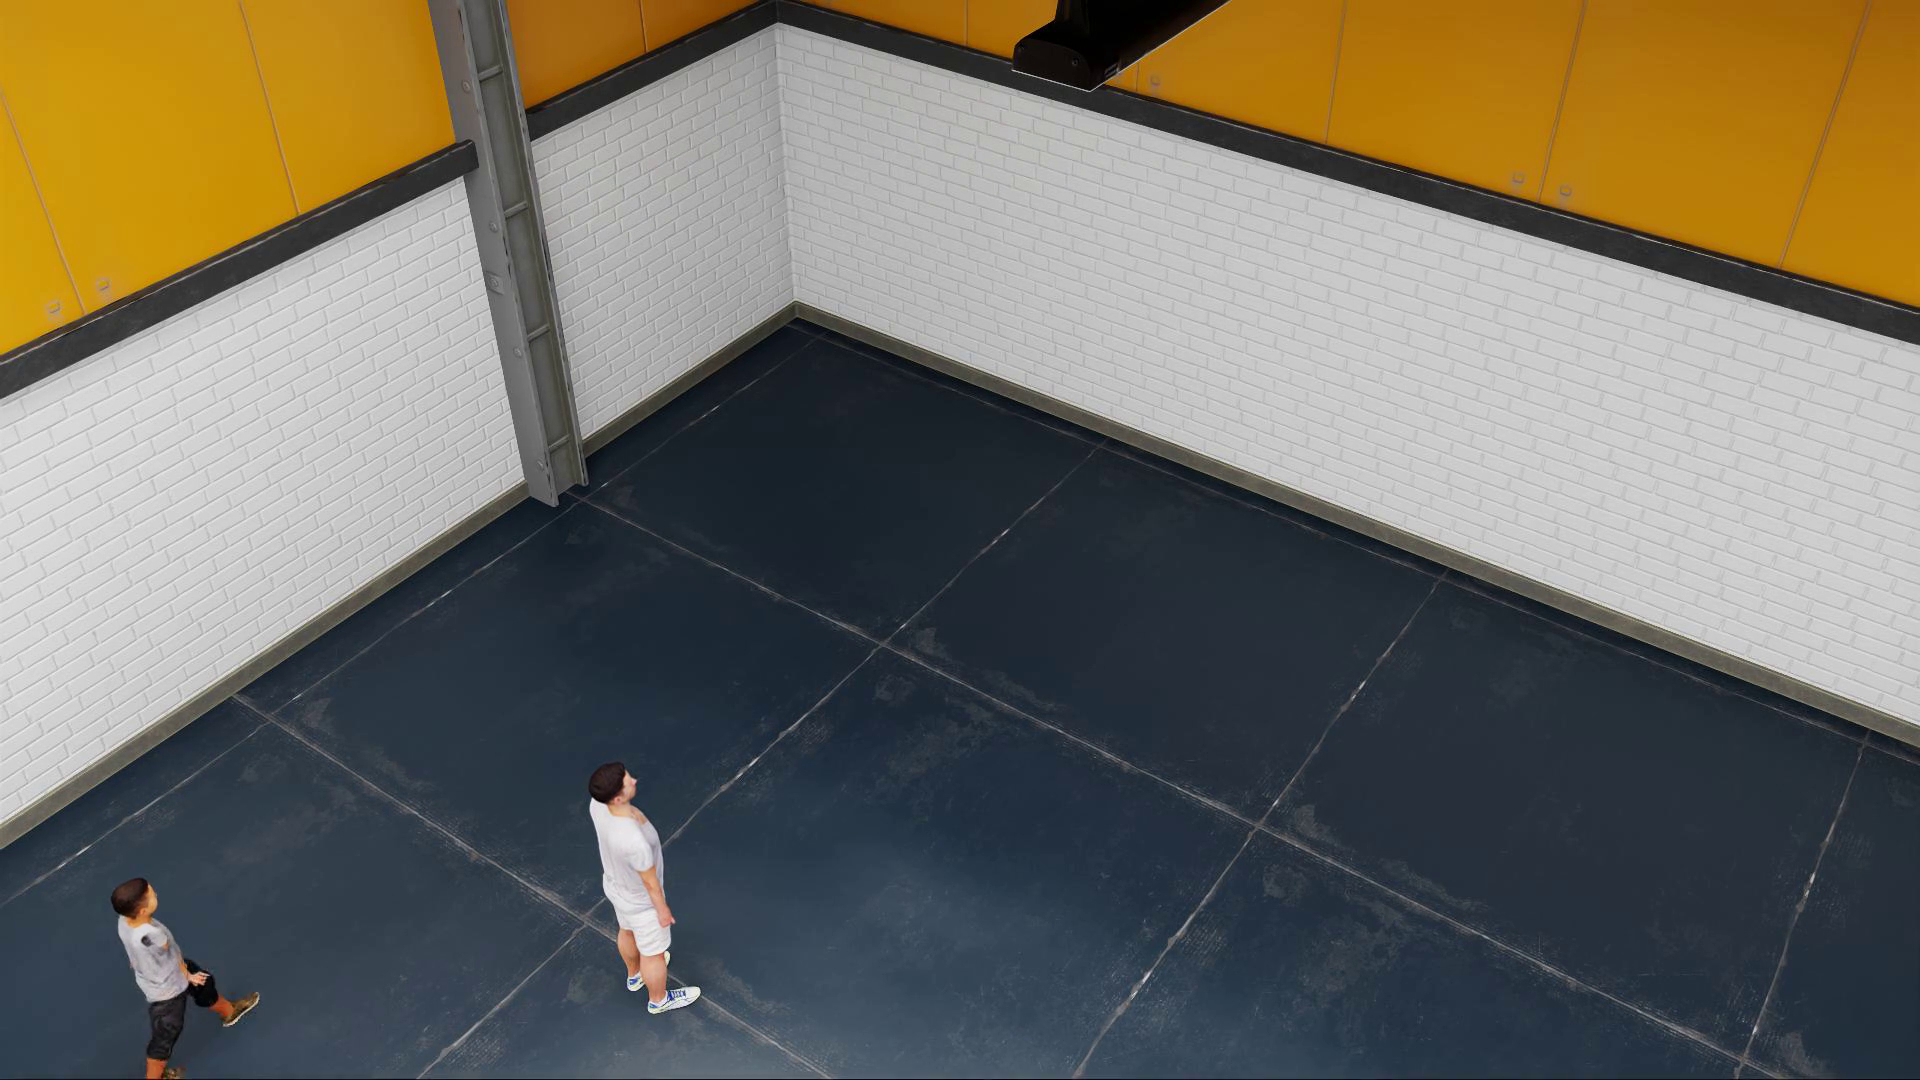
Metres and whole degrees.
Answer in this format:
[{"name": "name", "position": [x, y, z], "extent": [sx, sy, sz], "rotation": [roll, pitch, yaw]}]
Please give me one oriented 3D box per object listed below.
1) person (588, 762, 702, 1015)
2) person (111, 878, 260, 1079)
[{"name": "person", "position": [-1.771, 1.884, 9.033], "extent": [0.674, 1.856, 0.739], "rotation": [-27, 46, -30]}, {"name": "person", "position": [-4.278, 2.346, 8.806], "extent": [0.570, 1.416, 0.982], "rotation": [23, 44, 26]}]
